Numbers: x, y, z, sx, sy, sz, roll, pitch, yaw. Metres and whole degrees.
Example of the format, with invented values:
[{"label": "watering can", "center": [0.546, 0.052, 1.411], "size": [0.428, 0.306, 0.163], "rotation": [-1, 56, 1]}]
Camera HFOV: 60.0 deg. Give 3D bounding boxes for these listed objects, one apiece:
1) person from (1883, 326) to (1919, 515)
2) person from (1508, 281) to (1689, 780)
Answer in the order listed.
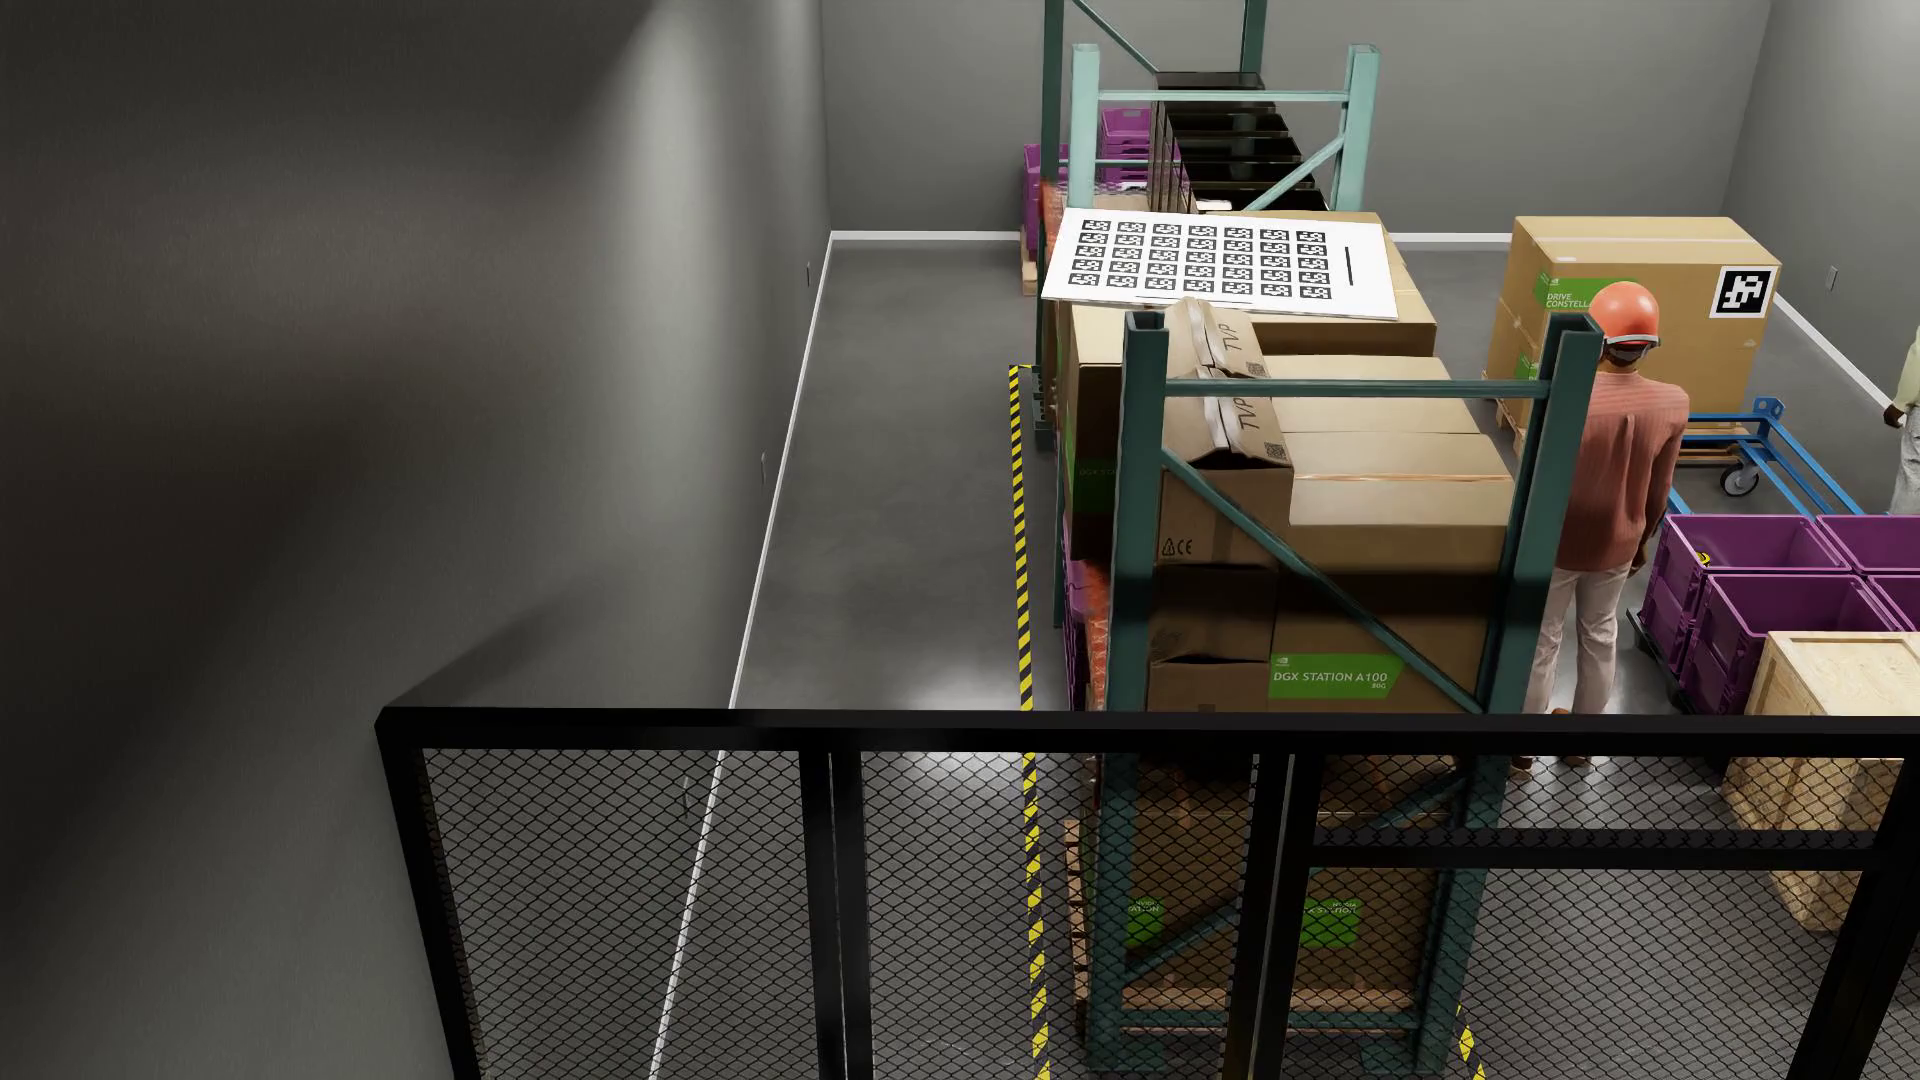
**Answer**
[{"label": "person", "center": [4.443, -0.649, 7.390], "size": [0.586, 1.837, 0.404], "rotation": [2, 31, 4]}, {"label": "person", "center": [2.292, -0.007, 6.172], "size": [0.621, 1.992, 0.397], "rotation": [-7, 32, -12]}]
